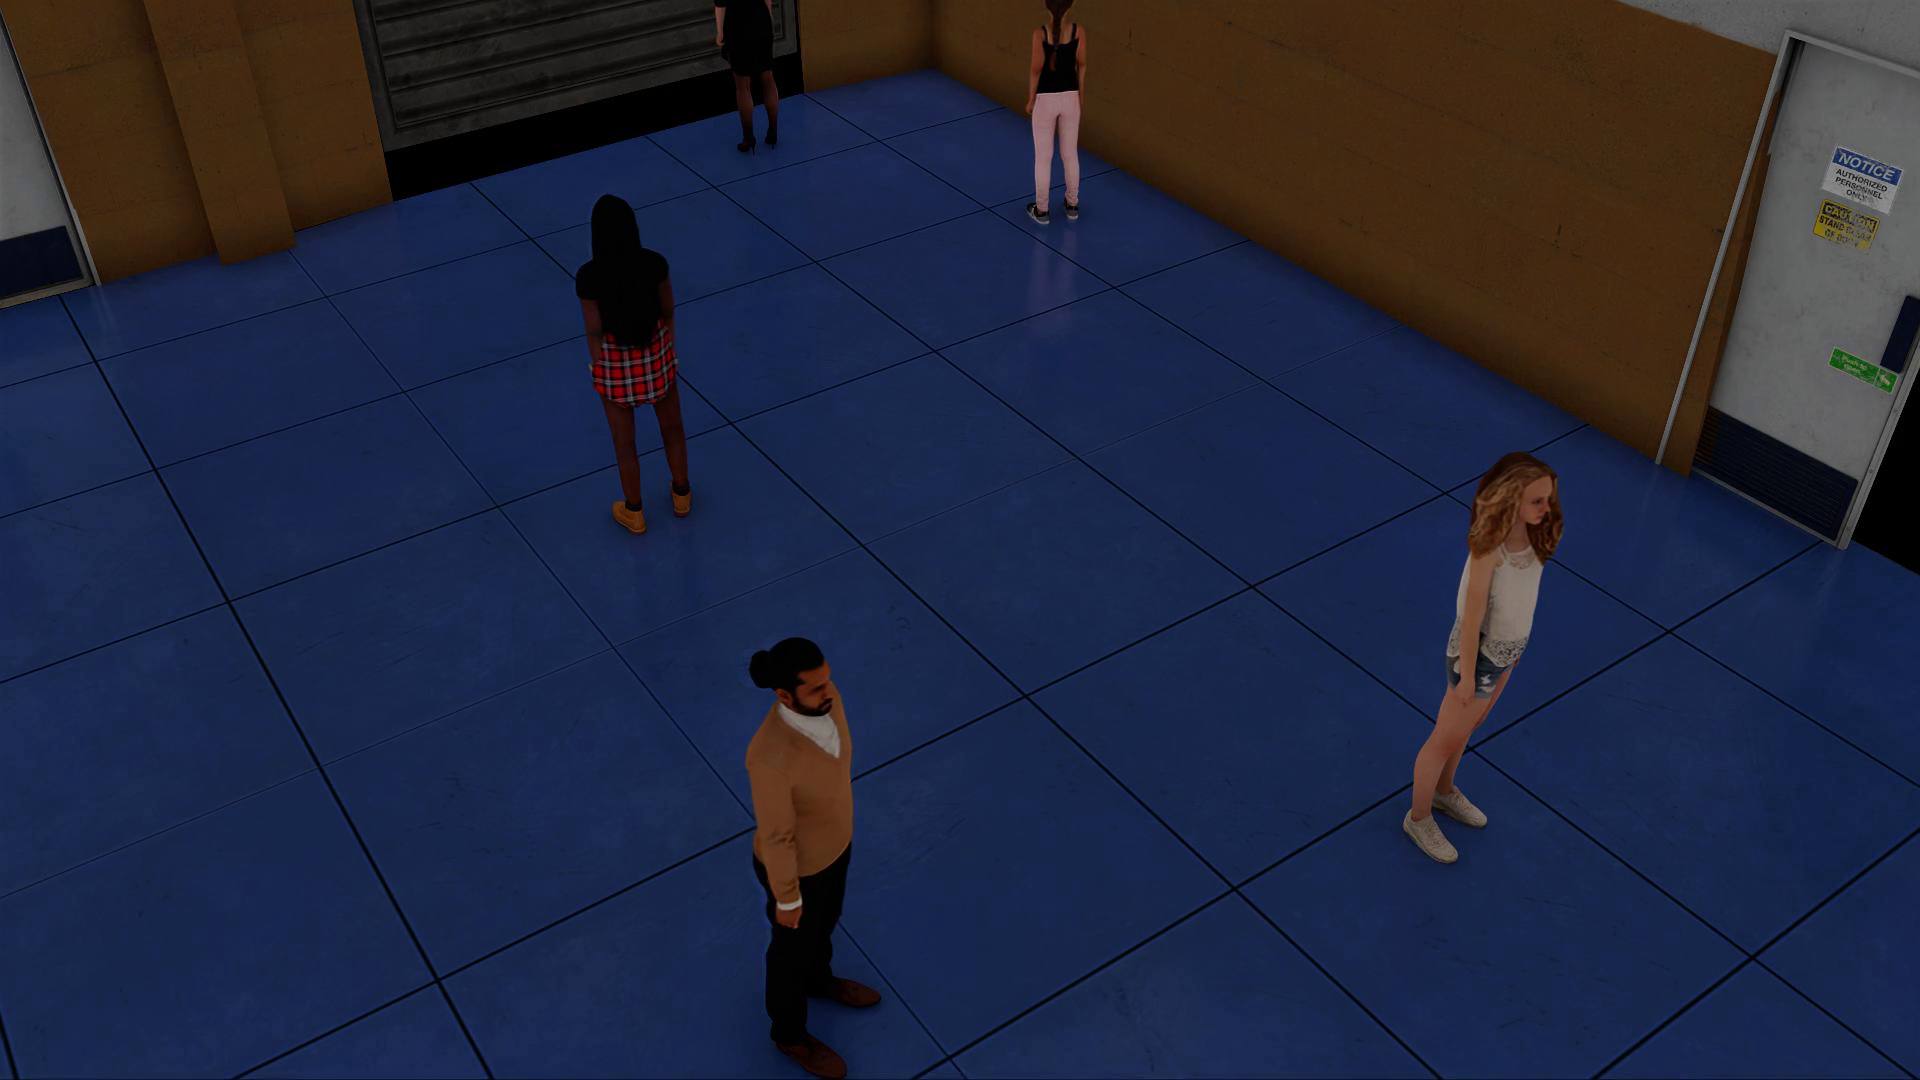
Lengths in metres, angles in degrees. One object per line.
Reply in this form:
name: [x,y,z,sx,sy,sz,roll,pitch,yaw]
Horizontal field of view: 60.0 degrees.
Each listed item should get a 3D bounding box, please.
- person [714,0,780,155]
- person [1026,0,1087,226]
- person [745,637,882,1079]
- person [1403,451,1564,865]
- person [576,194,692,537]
person: [-1.451,-3.475,11.342,0.462,1.705,0.660,-19,41,-23]
person: [0.610,-2.768,10.533,0.541,1.564,0.662,-9,38,-12]
person: [-0.494,0.998,5.358,0.810,1.753,0.716,11,38,15]
person: [1.901,0.424,6.117,0.669,1.759,0.527,29,45,33]
person: [-1.521,-0.813,7.790,0.540,1.729,0.672,-20,41,-24]
